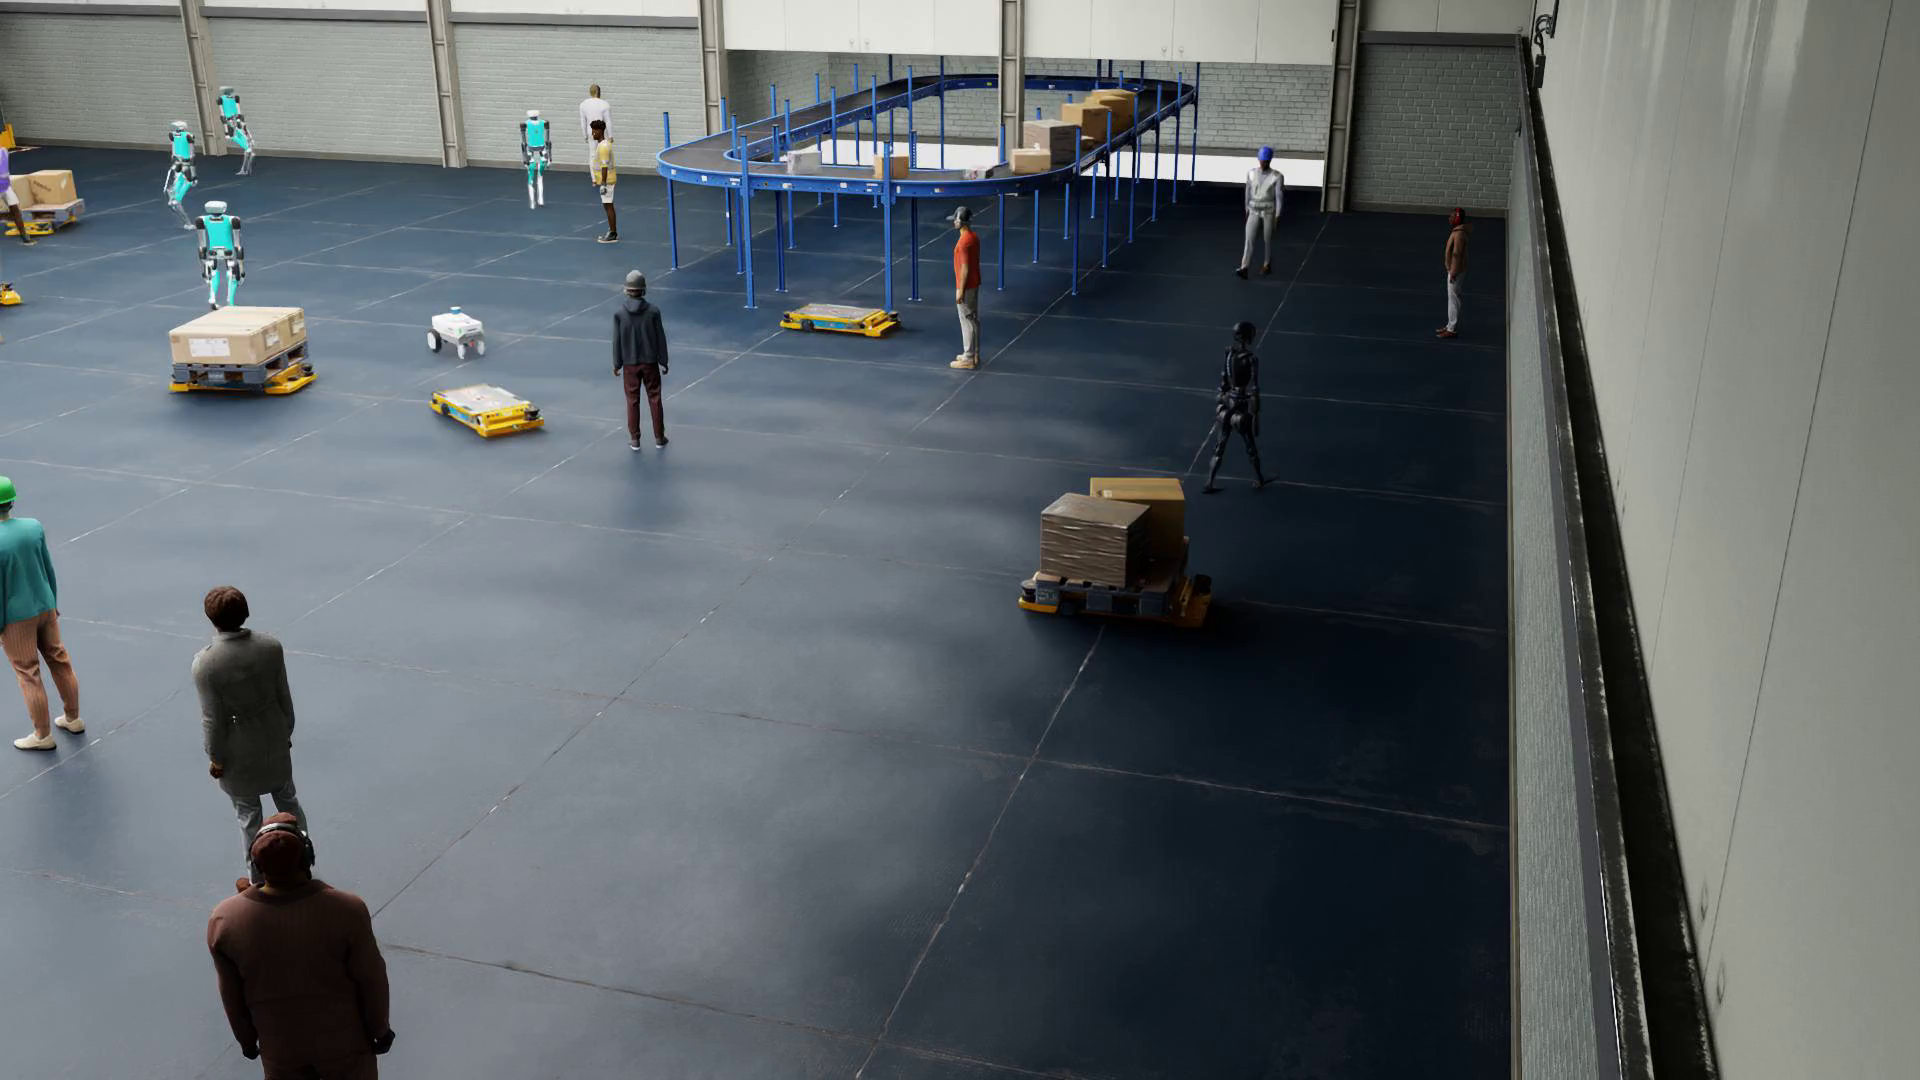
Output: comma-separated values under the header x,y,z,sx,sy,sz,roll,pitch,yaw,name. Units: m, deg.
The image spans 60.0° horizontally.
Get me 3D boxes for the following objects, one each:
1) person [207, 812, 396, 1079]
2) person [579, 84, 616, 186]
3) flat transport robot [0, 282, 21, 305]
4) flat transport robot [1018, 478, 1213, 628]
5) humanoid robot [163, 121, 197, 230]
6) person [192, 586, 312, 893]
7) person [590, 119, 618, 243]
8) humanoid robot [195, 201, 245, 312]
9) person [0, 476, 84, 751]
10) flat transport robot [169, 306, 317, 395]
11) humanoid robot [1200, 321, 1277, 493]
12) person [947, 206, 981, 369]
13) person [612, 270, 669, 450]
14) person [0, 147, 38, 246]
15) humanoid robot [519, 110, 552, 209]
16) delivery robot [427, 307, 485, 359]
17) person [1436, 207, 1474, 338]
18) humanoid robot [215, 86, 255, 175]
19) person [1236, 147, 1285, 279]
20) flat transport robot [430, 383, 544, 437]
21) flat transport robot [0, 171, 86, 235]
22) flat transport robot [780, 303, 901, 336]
x,y,z,sx,sy,sz,roll,pitch,yaw,name
-2.634,1.970,6.788,0.641,1.913,0.411,-2,21,-6,person
-6.989,-7.805,32.113,0.627,1.934,0.370,4,21,11,person
-13.710,-3.294,22.721,1.431,0.231,0.659,-15,26,-34,flat transport robot
1.229,0.423,13.081,1.431,0.231,0.659,6,22,15,flat transport robot
-13.158,-6.071,27.926,0.539,1.826,0.696,10,23,25,humanoid robot
-3.897,1.109,9.130,0.364,1.833,0.504,18,27,39,person
-5.739,-5.805,26.890,0.373,1.959,0.602,-3,21,-9,person
-9.210,-3.286,20.720,0.554,1.769,1.024,-4,21,-11,humanoid robot
-6.046,0.466,10.735,0.355,1.876,0.516,9,23,21,person
-8.179,-1.860,19.002,1.431,0.231,0.659,2,21,5,flat transport robot
2.620,-1.246,15.498,0.758,1.630,0.587,-11,23,-25,humanoid robot
0.039,-2.978,19.623,0.412,1.909,0.479,6,22,15,person
-3.211,-1.805,16.712,0.555,1.810,0.373,-4,21,-11,person
-15.411,-5.643,26.559,0.985,1.902,0.606,8,22,19,person
-7.632,-6.792,29.864,0.537,1.870,0.746,-11,24,-26,humanoid robot
-6.174,-2.559,20.423,0.789,0.598,0.499,20,28,41,delivery robot
6.271,-3.384,21.038,0.314,1.645,0.465,5,22,12,person
-14.409,-8.177,33.344,0.775,1.765,0.534,10,23,24,humanoid robot
4.400,-4.767,24.274,0.642,1.887,0.999,12,24,29,person
-5.087,-1.404,17.818,0.659,0.231,1.431,-17,27,-36,flat transport robot
-15.513,-5.348,28.049,0.659,0.231,1.431,-3,21,-8,flat transport robot
-1.553,-2.858,21.589,1.431,0.231,0.659,8,23,20,flat transport robot
